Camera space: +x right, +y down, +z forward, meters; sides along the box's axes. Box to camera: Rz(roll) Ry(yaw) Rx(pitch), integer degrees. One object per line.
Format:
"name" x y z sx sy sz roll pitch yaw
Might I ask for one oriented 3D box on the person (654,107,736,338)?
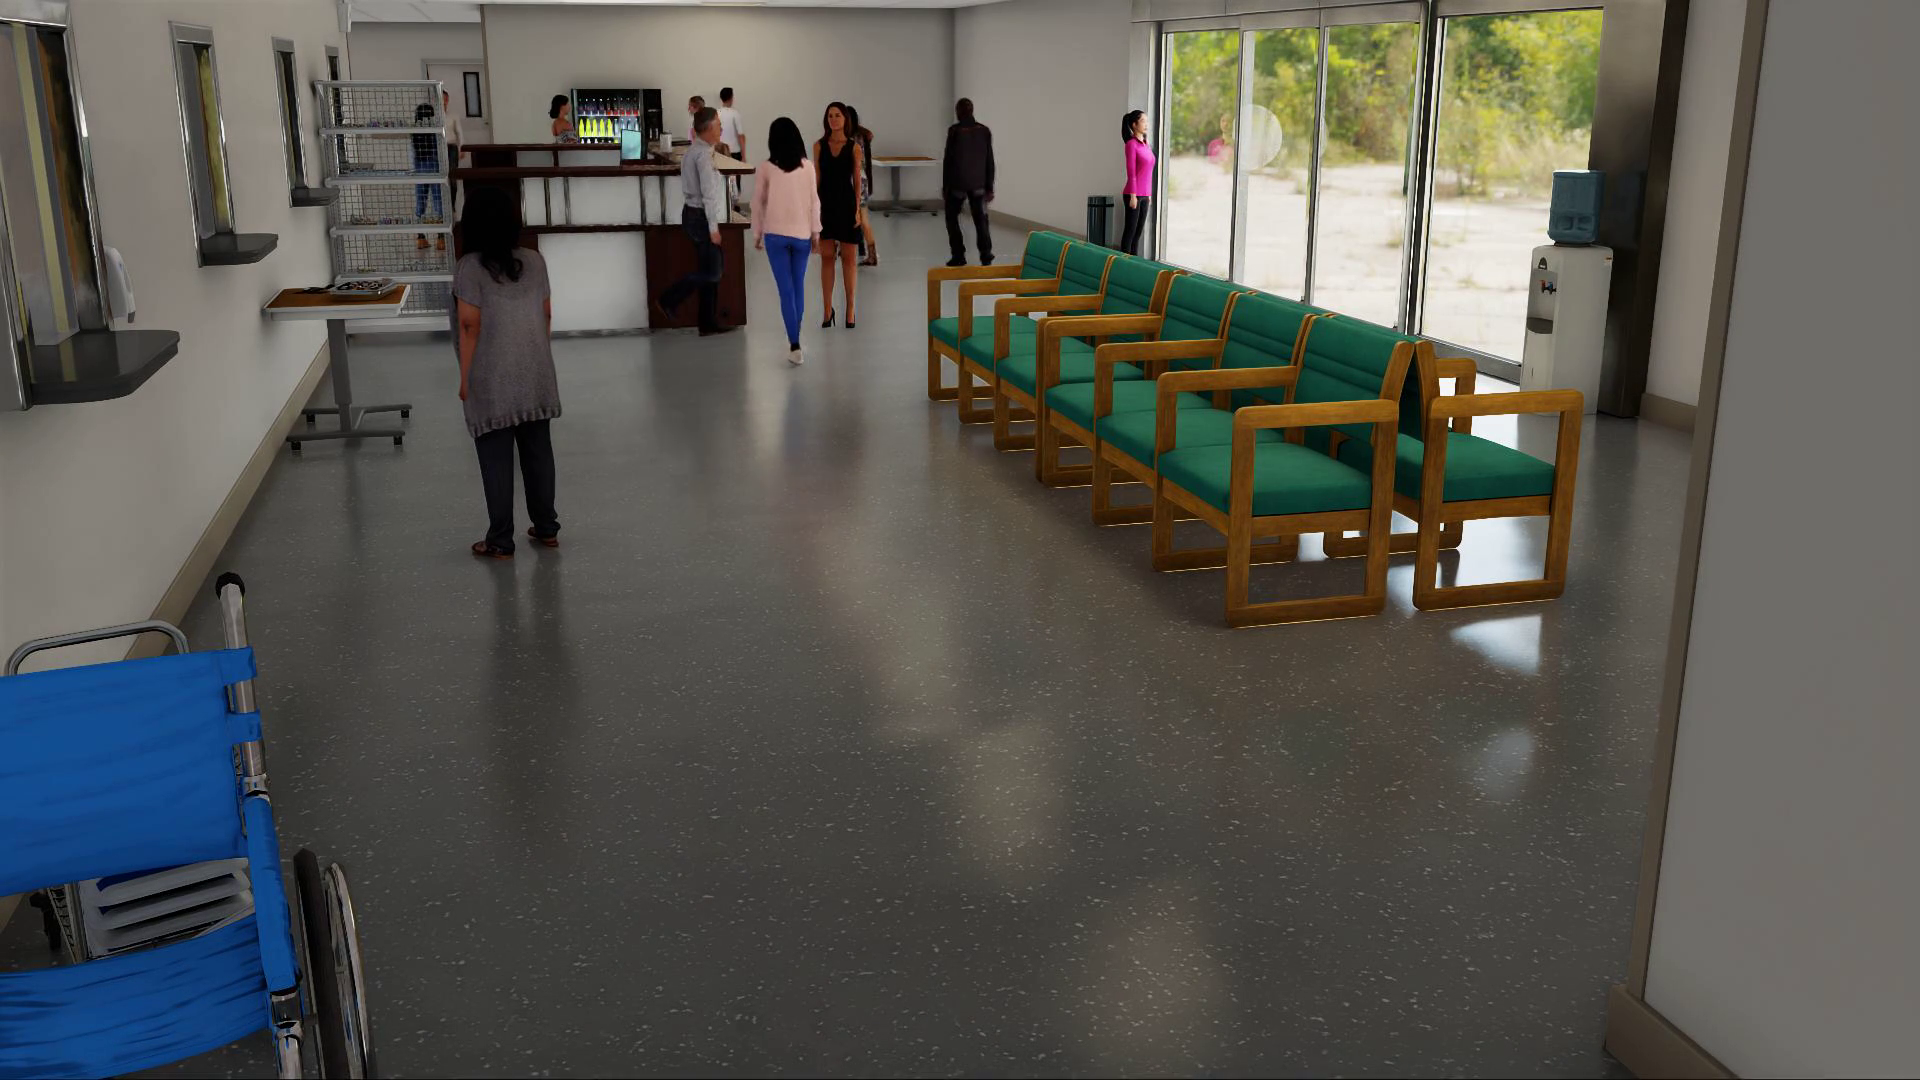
"person" -2.099 -2.485 13.142 0.913 1.797 0.726 -7 17 -23

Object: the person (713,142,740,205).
"person" -2.768 -4.040 19.680 0.874 1.241 0.917 14 21 41

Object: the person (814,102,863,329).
"person" -1.006 -2.666 13.713 0.567 1.835 0.704 1 16 4

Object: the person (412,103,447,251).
"person" -6.362 -4.358 19.951 0.644 1.706 0.748 4 16 15

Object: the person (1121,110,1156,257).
"person" 1.793 -3.515 16.974 0.749 1.699 0.694 8 18 27

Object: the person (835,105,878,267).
"person" -1.112 -3.730 17.779 1.169 1.675 1.016 -15 22 -43

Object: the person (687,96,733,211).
"person" -3.139 -4.664 20.983 1.290 1.735 1.063 5 16 16

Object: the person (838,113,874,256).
"person" -1.237 -4.131 19.278 0.621 1.635 0.753 0 16 0

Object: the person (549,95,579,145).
"person" -4.638 -4.205 19.237 1.095 1.799 0.847 -11 19 -35

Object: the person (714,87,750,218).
"person" -3.397 -5.692 24.417 0.709 1.851 0.812 6 17 21

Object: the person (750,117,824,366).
"person" -1.222 -2.127 11.996 0.926 1.729 0.729 -5 16 -16

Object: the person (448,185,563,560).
"person" -1.989 -0.740 7.296 0.823 1.611 0.752 13 20 39

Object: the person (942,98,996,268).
"person" 0.080 -3.749 17.615 0.680 1.802 0.751 -2 16 -7
